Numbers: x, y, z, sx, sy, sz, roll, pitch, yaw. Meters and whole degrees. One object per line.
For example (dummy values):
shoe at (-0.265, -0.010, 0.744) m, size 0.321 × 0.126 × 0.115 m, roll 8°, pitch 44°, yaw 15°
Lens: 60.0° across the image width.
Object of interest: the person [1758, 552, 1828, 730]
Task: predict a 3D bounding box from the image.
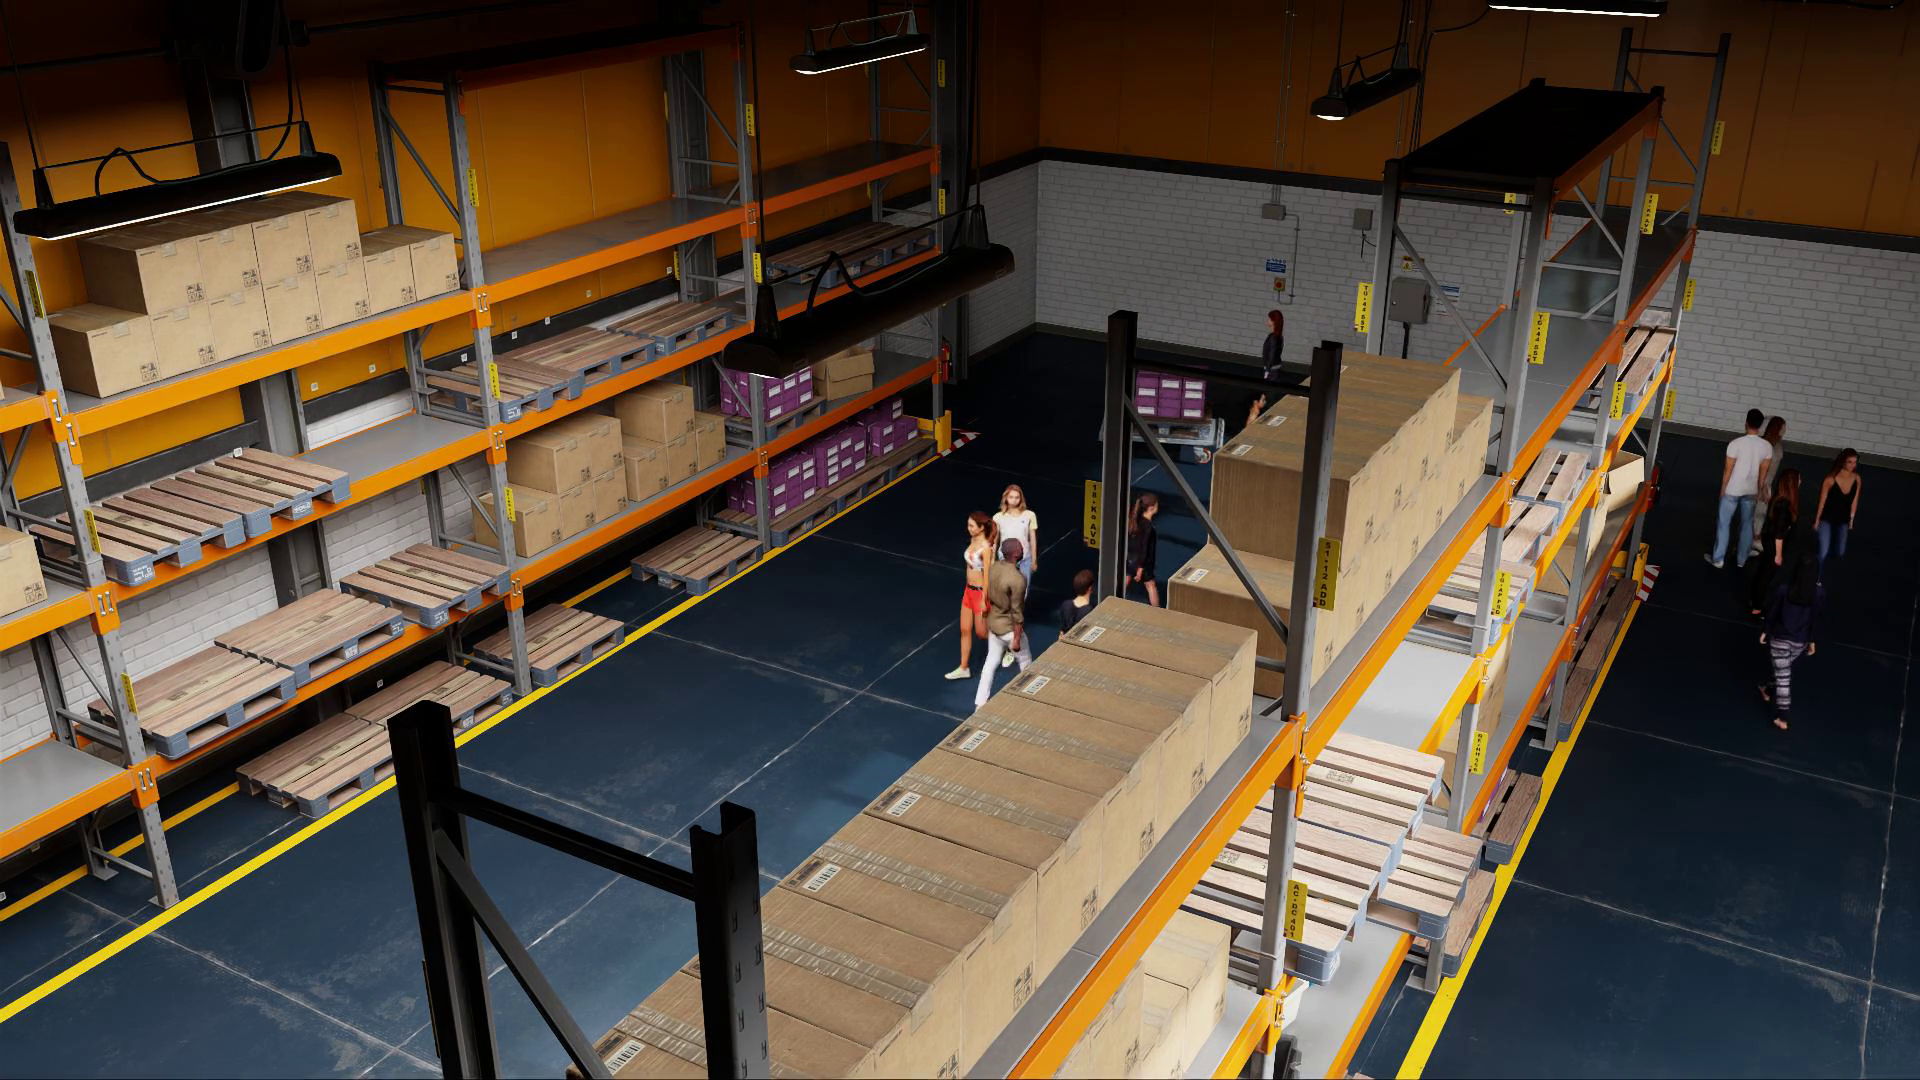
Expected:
person at (7.787, 0.964, 15.586) m, size 0.900 × 1.687 × 1.164 m, roll 3°, pitch 24°, yaw 7°

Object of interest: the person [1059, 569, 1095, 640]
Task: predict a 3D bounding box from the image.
person at (1.046, 1.182, 14.931) m, size 1.262 × 1.812 × 0.906 m, roll -19°, pitch 30°, yaw -37°

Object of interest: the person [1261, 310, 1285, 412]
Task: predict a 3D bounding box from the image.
person at (4.377, -2.311, 22.971) m, size 0.728 × 1.774 × 0.593 m, roll 6°, pitch 24°, yaw 13°

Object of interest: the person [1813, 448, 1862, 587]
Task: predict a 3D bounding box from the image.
person at (9.571, -0.243, 18.326) m, size 0.839 × 1.704 × 0.953 m, roll -1°, pitch 24°, yaw -3°

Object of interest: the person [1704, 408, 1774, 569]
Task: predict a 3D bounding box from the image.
person at (8.883, -0.579, 18.906) m, size 0.756 × 1.856 × 0.764 m, roll -1°, pitch 24°, yaw -3°

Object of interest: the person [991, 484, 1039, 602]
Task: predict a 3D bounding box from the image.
person at (0.566, 0.206, 17.285) m, size 0.764 × 1.716 × 0.796 m, roll 1°, pitch 24°, yaw 3°

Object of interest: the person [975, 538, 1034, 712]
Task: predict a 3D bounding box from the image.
person at (0.367, 0.864, 15.692) m, size 1.267 × 1.786 × 1.066 m, roll -14°, pitch 27°, yaw -29°

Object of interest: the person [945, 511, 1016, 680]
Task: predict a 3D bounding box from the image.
person at (0.244, 0.549, 16.433) m, size 1.089 × 1.770 × 0.955 m, roll -11°, pitch 26°, yaw -23°

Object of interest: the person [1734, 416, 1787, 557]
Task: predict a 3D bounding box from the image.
person at (9.189, -0.624, 19.210) m, size 0.739 × 1.693 × 0.622 m, roll 20°, pitch 31°, yaw 38°

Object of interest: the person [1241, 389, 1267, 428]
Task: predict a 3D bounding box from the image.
person at (3.402, -0.982, 20.029) m, size 0.952 × 1.695 × 1.097 m, roll 2°, pitch 24°, yaw 5°

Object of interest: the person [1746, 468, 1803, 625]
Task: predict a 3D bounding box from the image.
person at (8.638, 0.040, 17.667) m, size 0.702 × 1.713 × 0.519 m, roll 8°, pitch 25°, yaw 18°
